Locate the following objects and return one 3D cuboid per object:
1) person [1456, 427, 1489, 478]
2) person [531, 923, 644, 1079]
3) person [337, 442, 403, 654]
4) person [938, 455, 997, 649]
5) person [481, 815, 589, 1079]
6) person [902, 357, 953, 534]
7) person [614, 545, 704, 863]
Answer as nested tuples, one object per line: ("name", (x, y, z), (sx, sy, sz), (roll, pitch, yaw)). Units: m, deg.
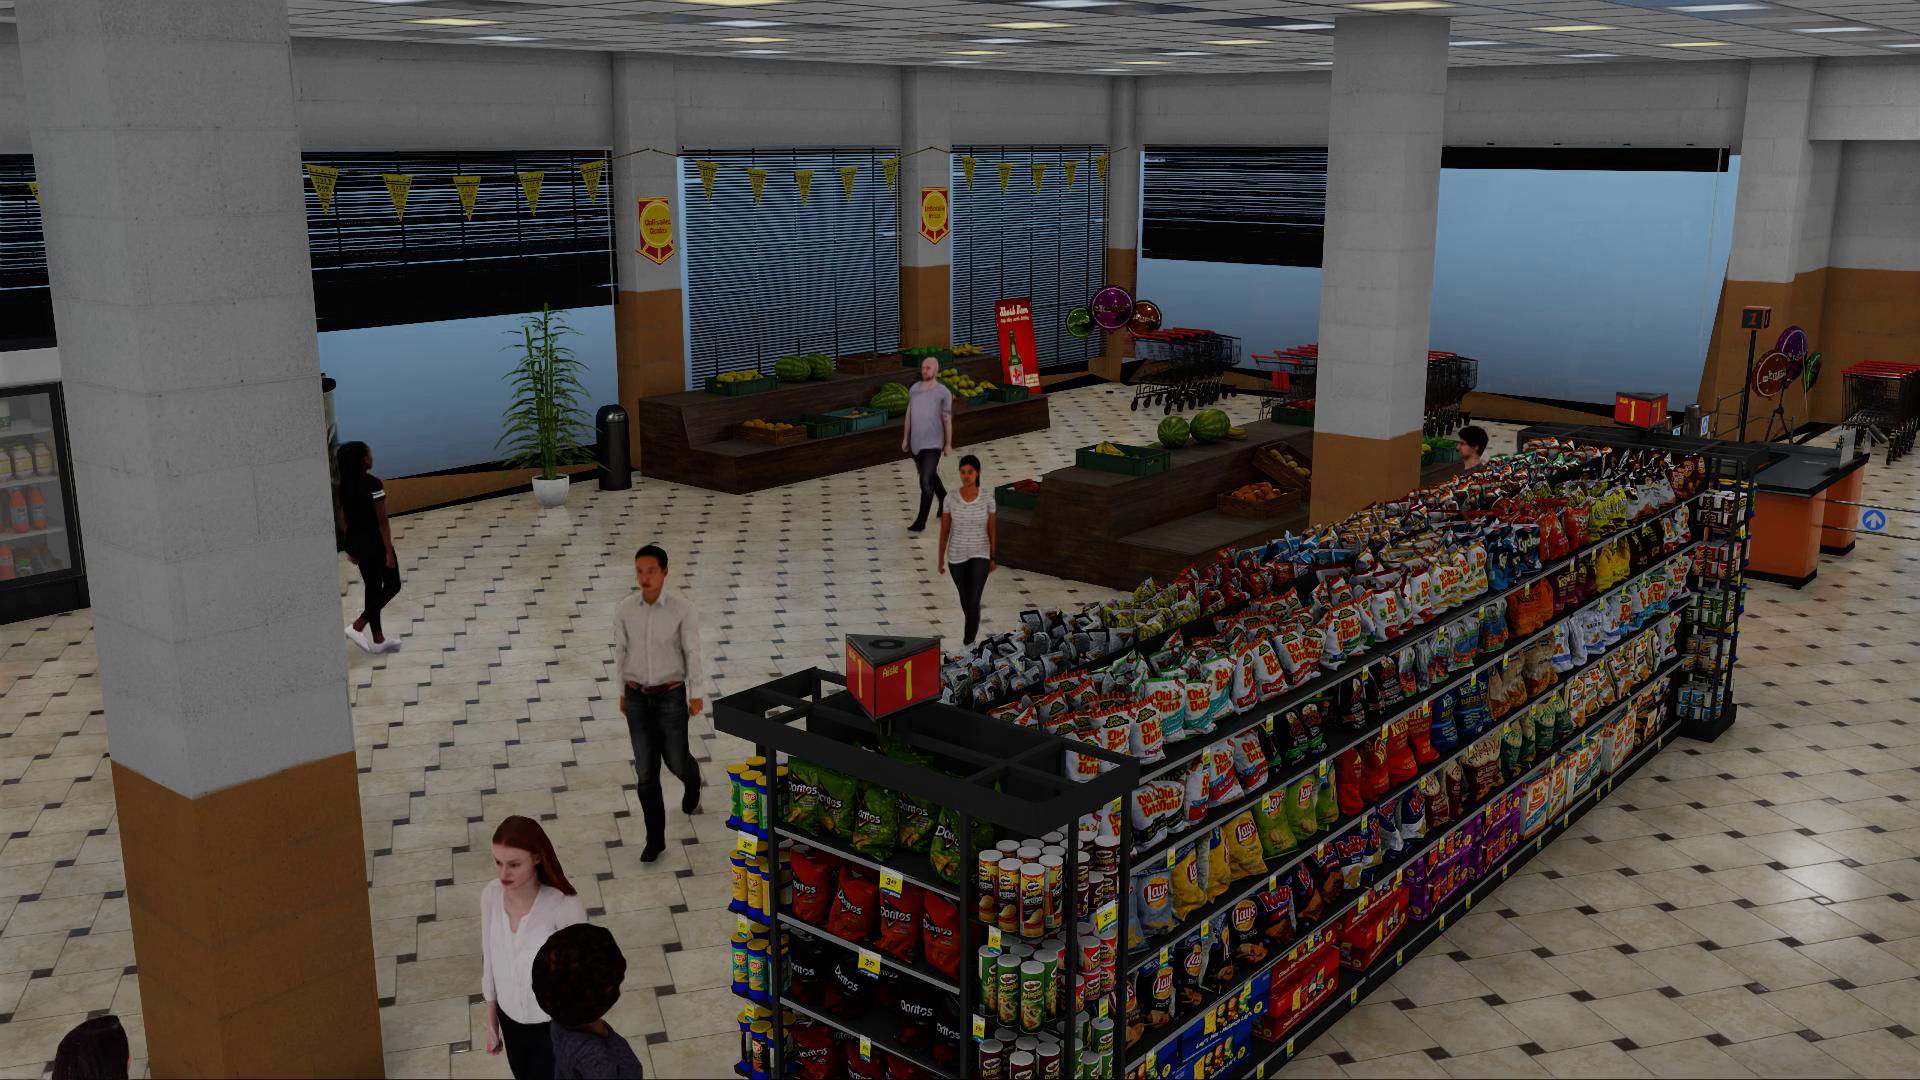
("person", (4.108, 0.031, 13.117), (1.072, 1.828, 1.105), (2, 14, 9))
("person", (-1.145, 2.008, 5.214), (0.645, 1.711, 0.662), (-7, 15, -27))
("person", (-4.706, 0.090, 13.099), (0.727, 1.721, 0.878), (7, 15, 27))
("person", (0.078, 0.140, 13.160), (0.963, 1.596, 1.195), (2, 14, 10))
("person", (-1.475, 1.786, 6.075), (0.817, 1.736, 1.141), (6, 15, 23))
("person", (-0.296, -1.008, 17.462), (0.735, 1.798, 1.264), (9, 16, 34))
("person", (-1.714, 0.899, 9.618), (1.009, 1.791, 1.163), (2, 14, 8))
